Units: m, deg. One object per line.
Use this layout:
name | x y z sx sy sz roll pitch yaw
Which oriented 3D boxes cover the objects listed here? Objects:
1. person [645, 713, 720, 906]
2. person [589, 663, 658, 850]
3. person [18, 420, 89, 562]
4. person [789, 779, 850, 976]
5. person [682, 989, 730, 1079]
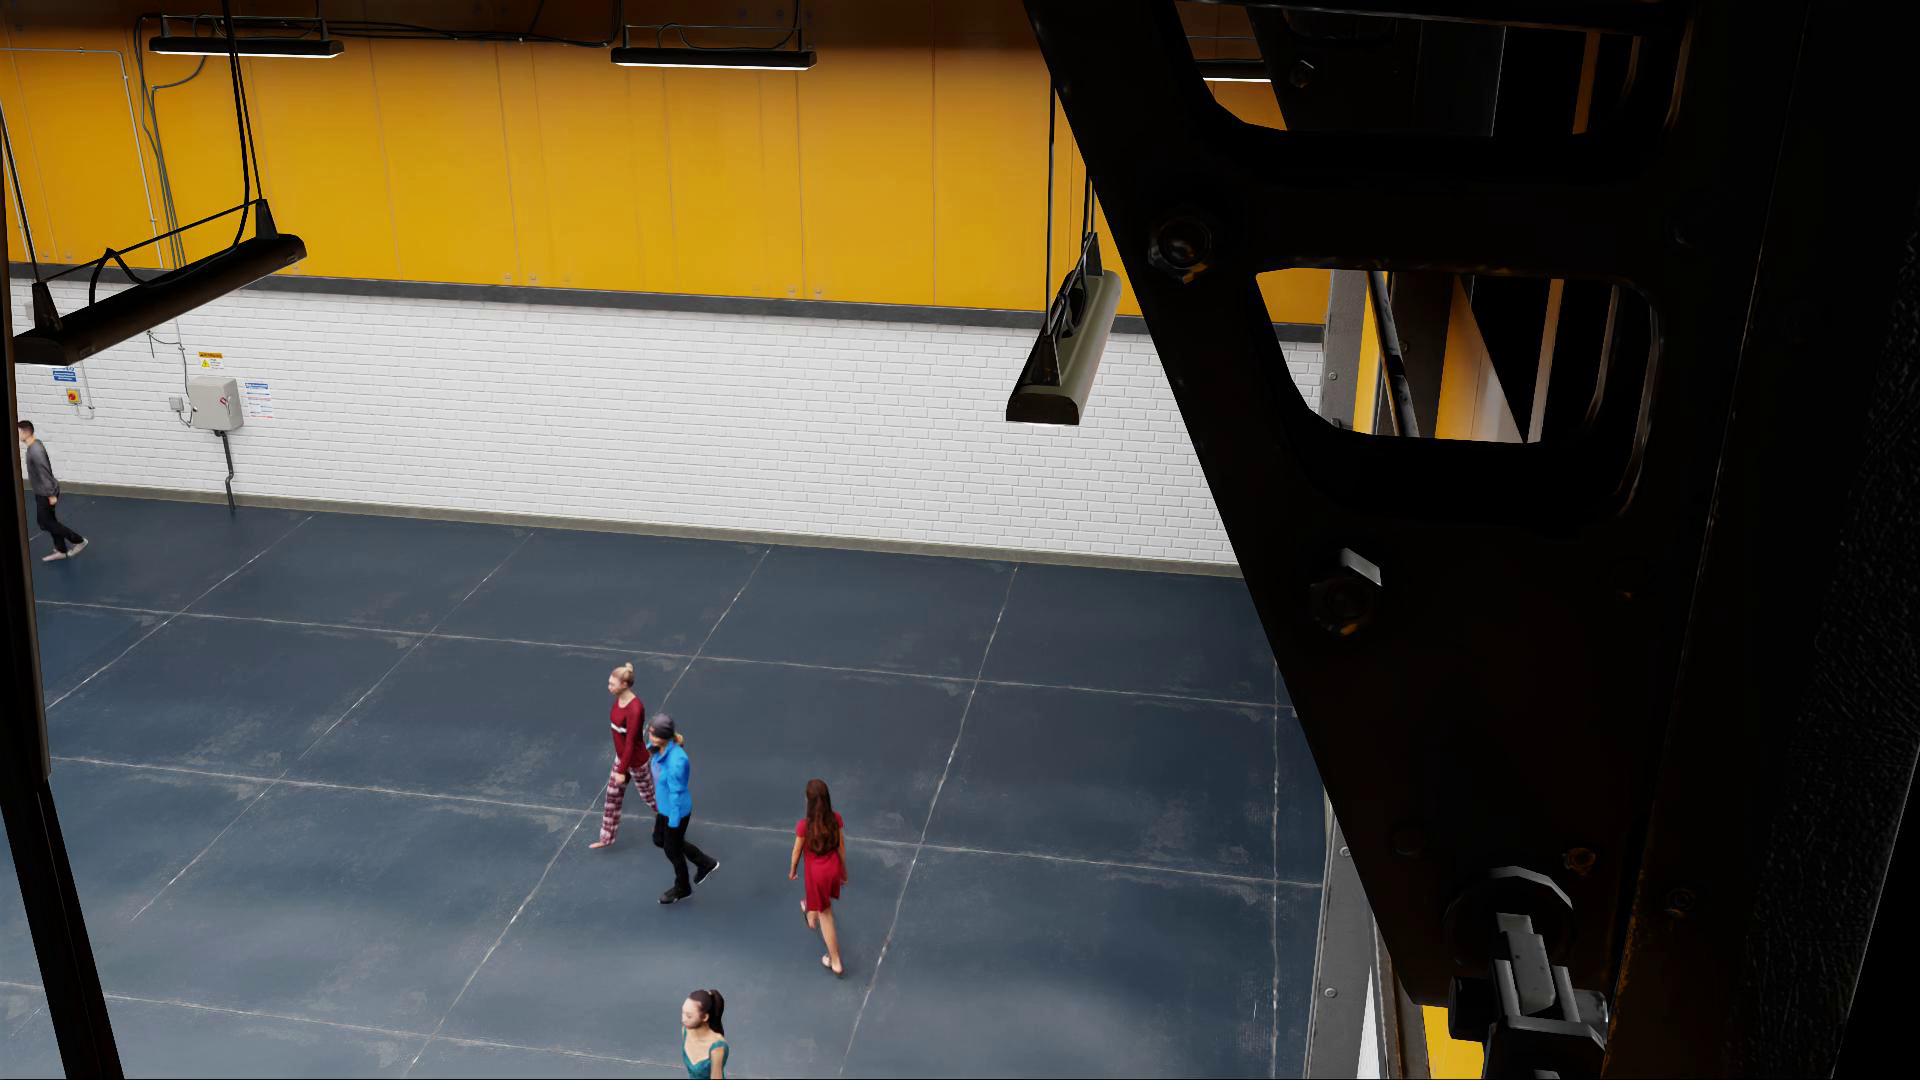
person | -2.166 2.122 13.139 0.895 1.786 0.843 -7 25 -15
person | -2.681 1.824 13.988 1.112 1.653 1.029 -17 29 -34
person | -10.561 -0.584 19.380 0.902 1.746 0.842 -14 27 -28
person | -1.015 2.554 12.504 0.986 1.502 1.087 -14 27 -28
person | -1.466 3.464 10.260 0.865 1.633 1.096 17 29 34
